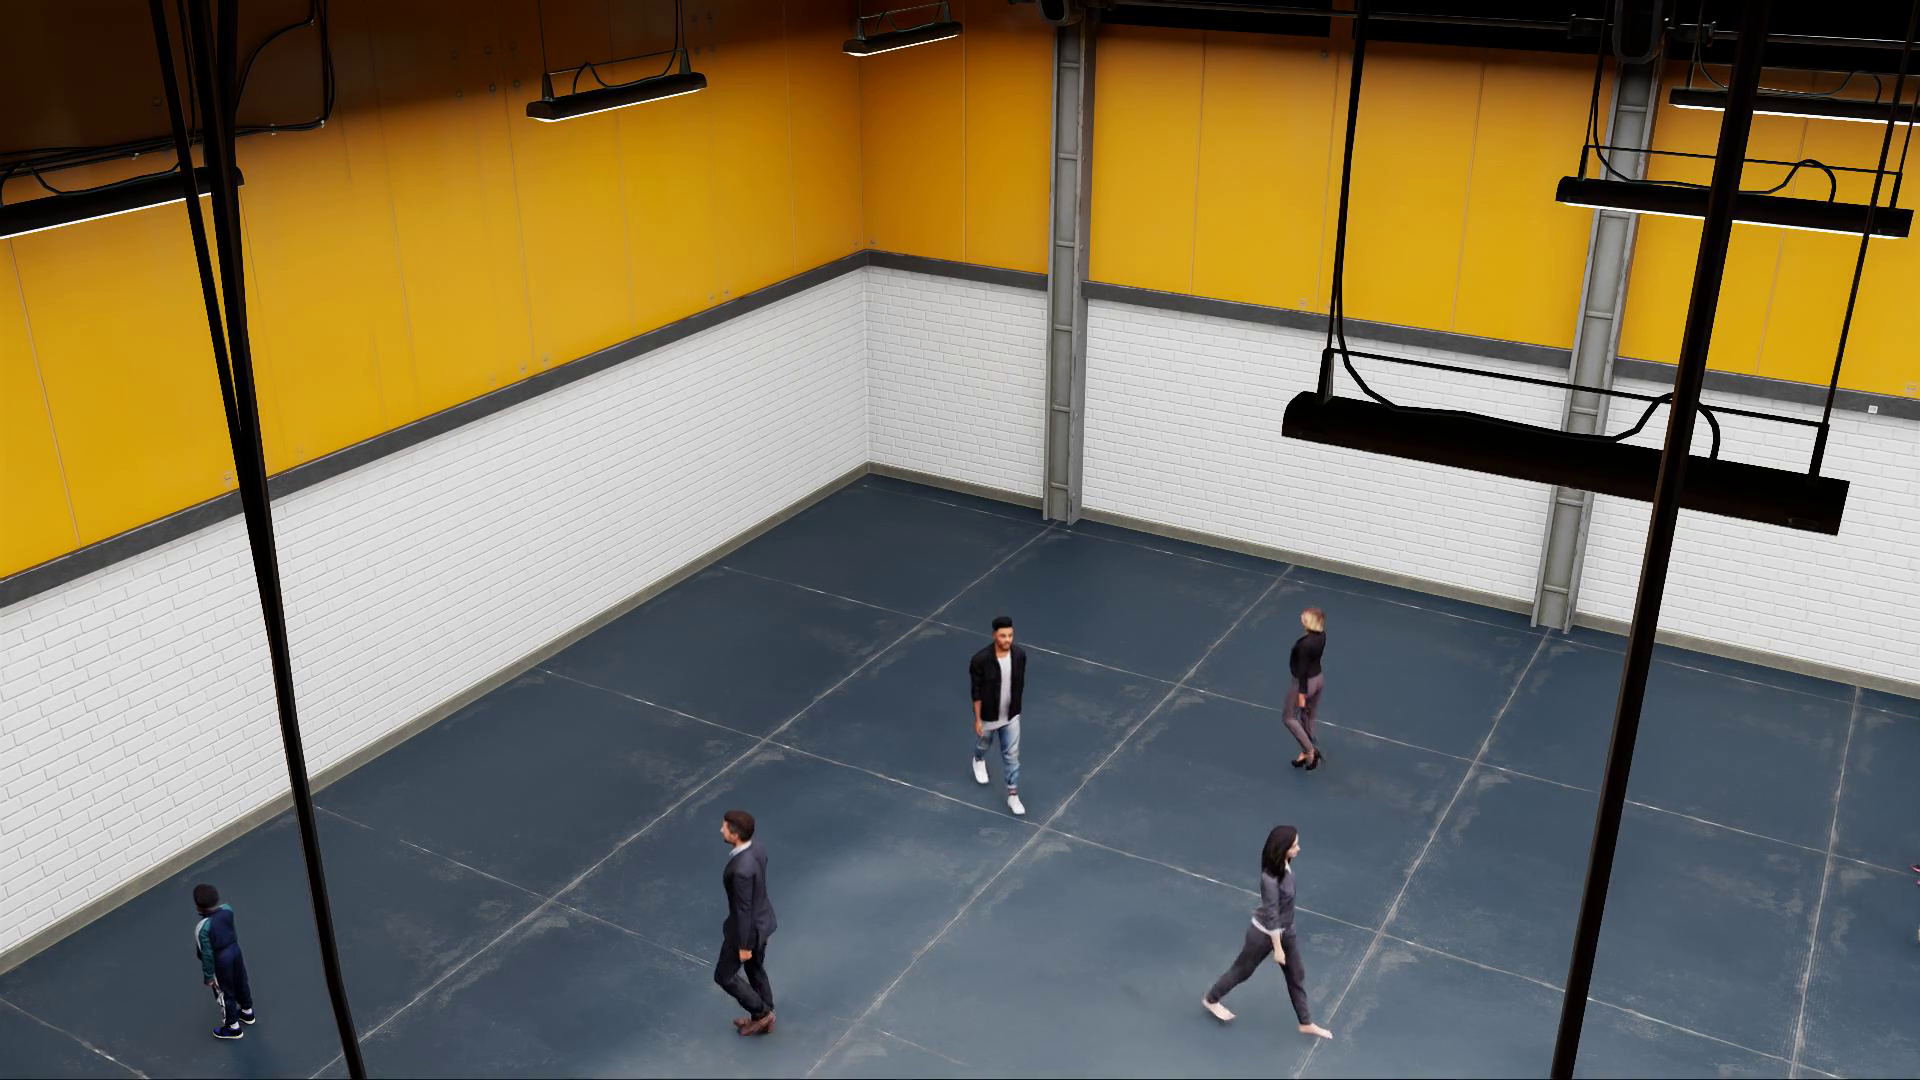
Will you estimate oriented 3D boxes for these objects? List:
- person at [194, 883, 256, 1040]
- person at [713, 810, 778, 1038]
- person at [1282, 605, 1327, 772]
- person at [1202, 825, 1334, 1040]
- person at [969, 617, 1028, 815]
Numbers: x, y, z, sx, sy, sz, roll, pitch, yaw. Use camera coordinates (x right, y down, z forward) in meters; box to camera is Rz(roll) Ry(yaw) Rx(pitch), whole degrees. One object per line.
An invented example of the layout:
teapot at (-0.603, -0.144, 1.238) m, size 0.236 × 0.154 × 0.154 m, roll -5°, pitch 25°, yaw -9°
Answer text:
person at (-5.285, 2.994, 11.904) m, size 0.535 × 1.255 × 0.548 m, roll 6°, pitch 24°, yaw 14°
person at (-1.419, 2.741, 11.734) m, size 0.789 × 1.855 × 0.769 m, roll 3°, pitch 24°, yaw 6°
person at (3.220, 1.384, 15.077) m, size 0.720 × 1.665 × 0.654 m, roll 19°, pitch 30°, yaw 37°
person at (2.108, 2.783, 11.819) m, size 1.212 × 1.710 × 0.707 m, roll 10°, pitch 25°, yaw 21°
person at (0.288, 1.464, 14.758) m, size 1.182 × 1.773 × 1.238 m, roll -6°, pitch 24°, yaw -14°
